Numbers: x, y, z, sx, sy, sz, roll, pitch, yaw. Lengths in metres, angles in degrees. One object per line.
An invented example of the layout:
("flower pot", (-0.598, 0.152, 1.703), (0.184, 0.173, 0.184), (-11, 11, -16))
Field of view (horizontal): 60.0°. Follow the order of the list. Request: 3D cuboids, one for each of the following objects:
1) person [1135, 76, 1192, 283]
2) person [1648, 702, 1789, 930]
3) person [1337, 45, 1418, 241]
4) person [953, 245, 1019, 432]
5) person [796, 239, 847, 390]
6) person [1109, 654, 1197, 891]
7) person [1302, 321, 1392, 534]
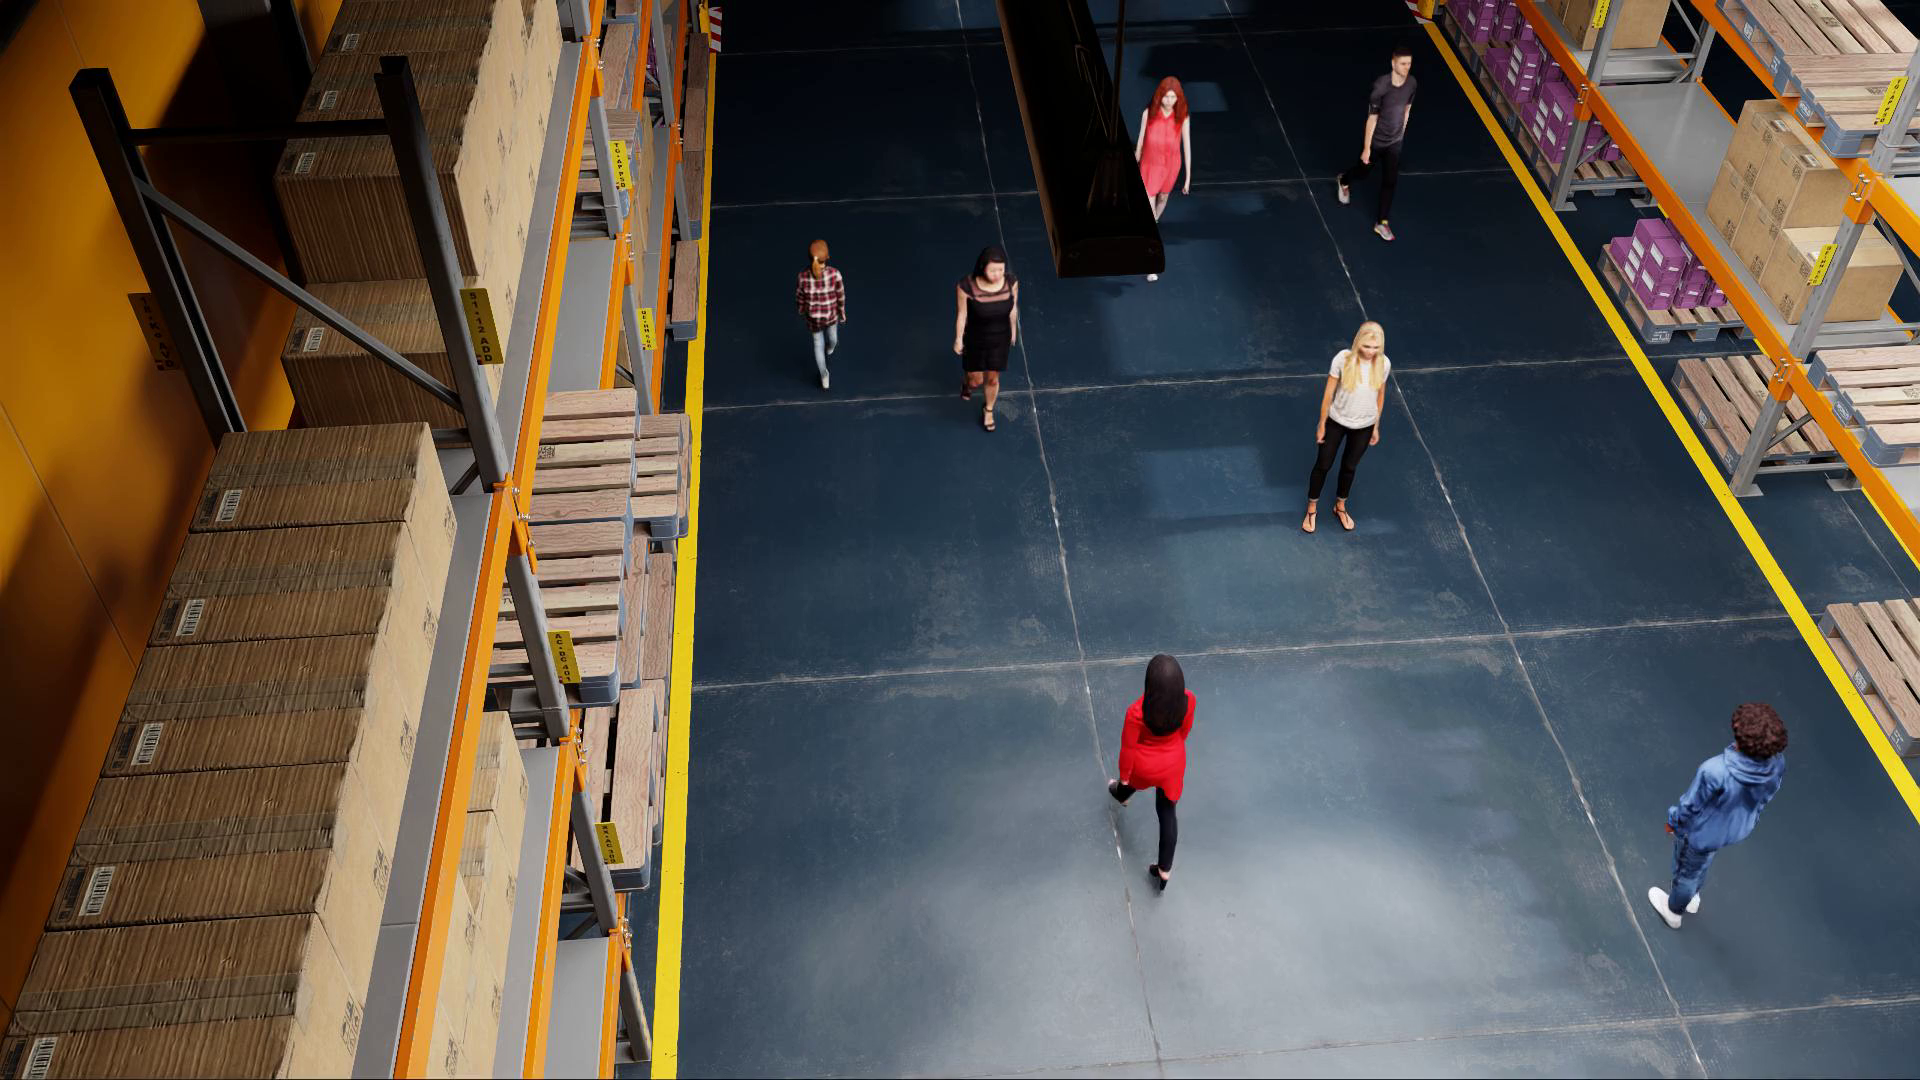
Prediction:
("person", (1.729, -3.212, 14.397), (0.718, 1.774, 1.160), (2, 44, 2))
("person", (4.269, 1.627, 9.298), (0.724, 1.801, 0.665), (-9, 44, -9))
("person", (3.720, -3.597, 14.827), (0.823, 1.739, 1.178), (-14, 45, -14))
("person", (0.169, -1.568, 12.726), (0.735, 1.699, 0.824), (-11, 45, -11))
("person", (-1.102, -1.777, 13.251), (0.537, 1.278, 0.828), (-4, 44, -4))
("person", (1.168, 1.367, 9.650), (0.786, 1.693, 1.117), (-12, 45, -12))
("person", (2.760, -0.824, 11.856), (0.605, 1.822, 0.522), (-2, 44, -2))
